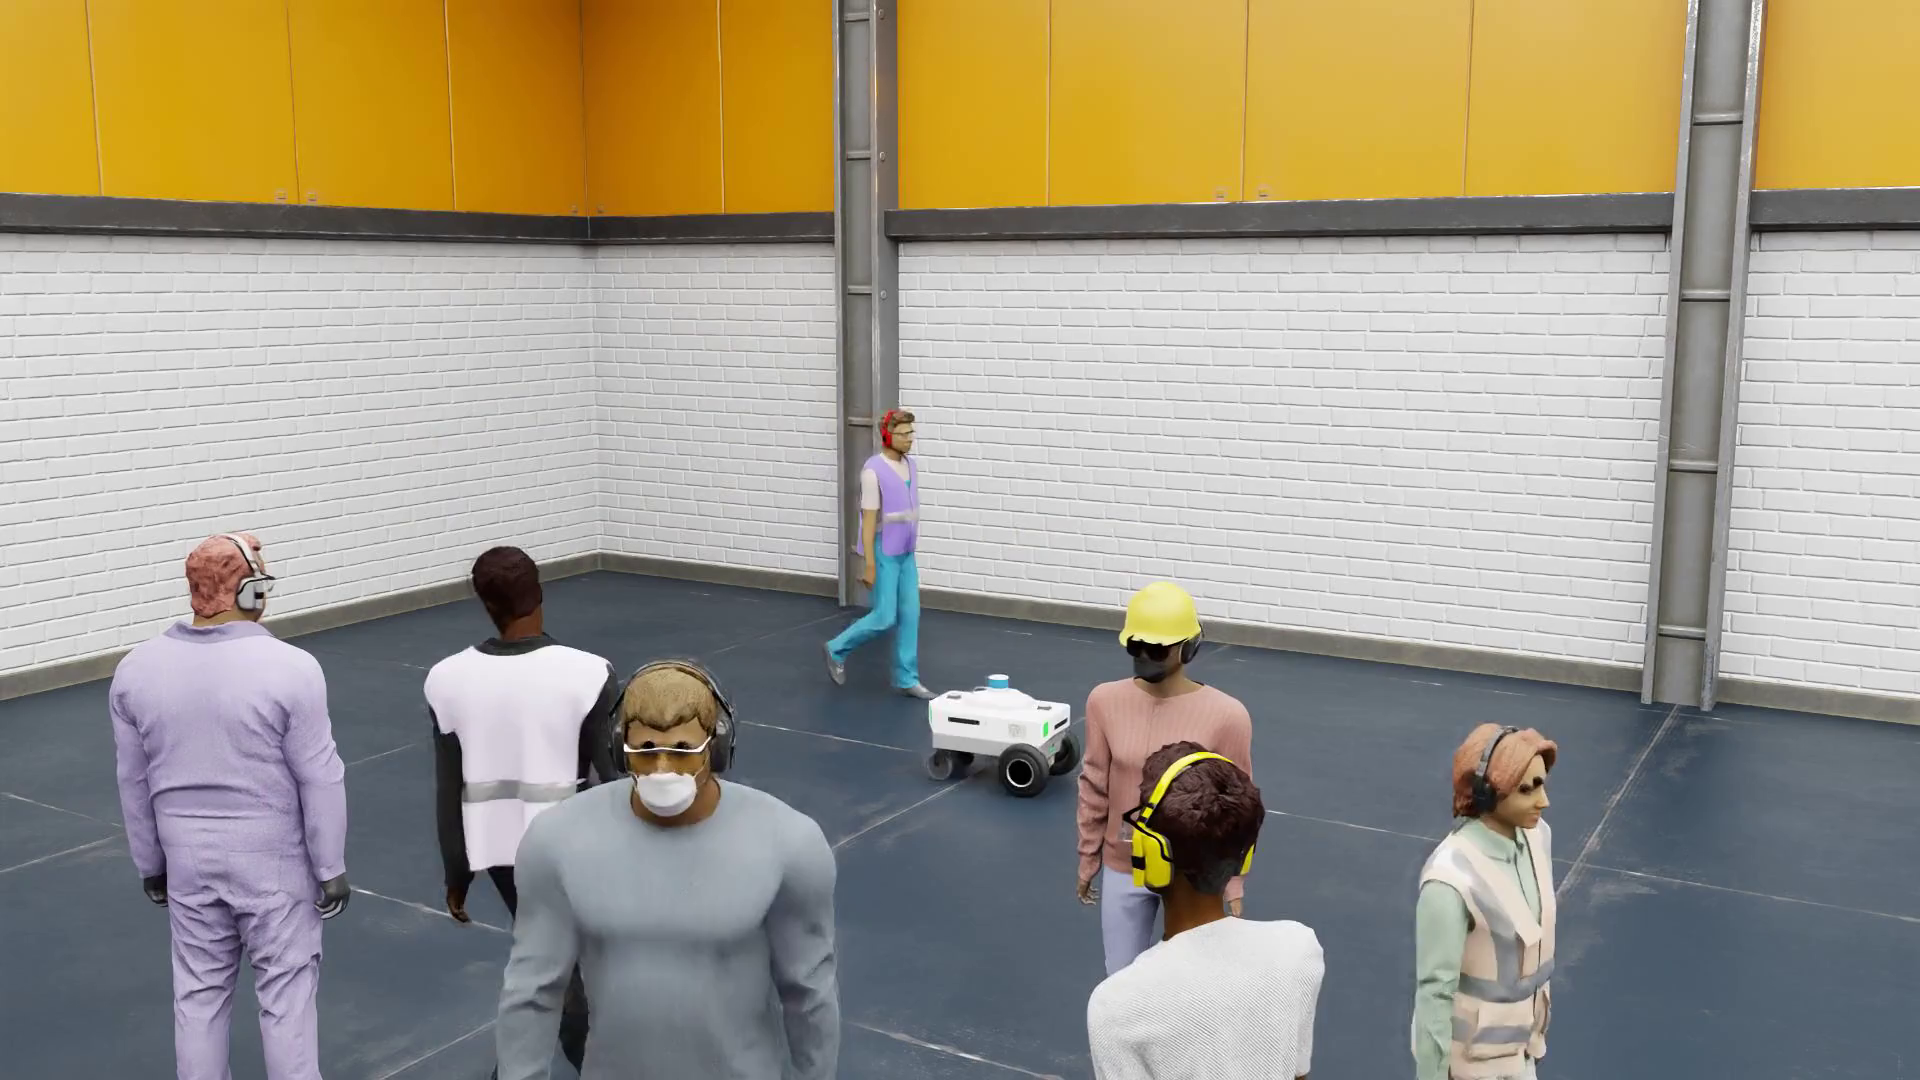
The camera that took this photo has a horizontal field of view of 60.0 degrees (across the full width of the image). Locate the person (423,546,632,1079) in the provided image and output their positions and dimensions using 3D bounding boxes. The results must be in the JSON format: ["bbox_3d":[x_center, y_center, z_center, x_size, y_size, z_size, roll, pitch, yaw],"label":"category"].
[{"bbox_3d":[-1.272,0.946,4.934,0.632,1.853,0.995,2,9,13],"label":"person"}]

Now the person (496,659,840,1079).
[{"bbox_3d":[-0.586,1.184,3.264,0.655,1.907,0.857,1,9,6],"label":"person"}]

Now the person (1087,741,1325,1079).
[{"bbox_3d":[0.391,1.262,2.871,0.519,1.874,0.327,-6,11,-35],"label":"person"}]

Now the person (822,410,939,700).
[{"bbox_3d":[-0.490,0.092,10.342,0.698,1.826,0.568,5,10,26],"label":"person"}]

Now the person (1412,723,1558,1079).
[{"bbox_3d":[1.190,1.205,3.990,0.545,1.619,0.522,8,12,40],"label":"person"}]

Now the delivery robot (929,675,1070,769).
[{"bbox_3d":[0.200,0.945,8.654,0.707,0.478,0.477,4,10,26],"label":"delivery robot"}]

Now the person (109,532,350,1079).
[{"bbox_3d":[-2.094,0.923,4.883,0.651,1.904,0.403,1,9,6],"label":"person"}]

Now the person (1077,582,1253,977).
[{"bbox_3d":[0.589,0.987,4.921,0.533,1.765,0.329,4,10,25],"label":"person"}]
